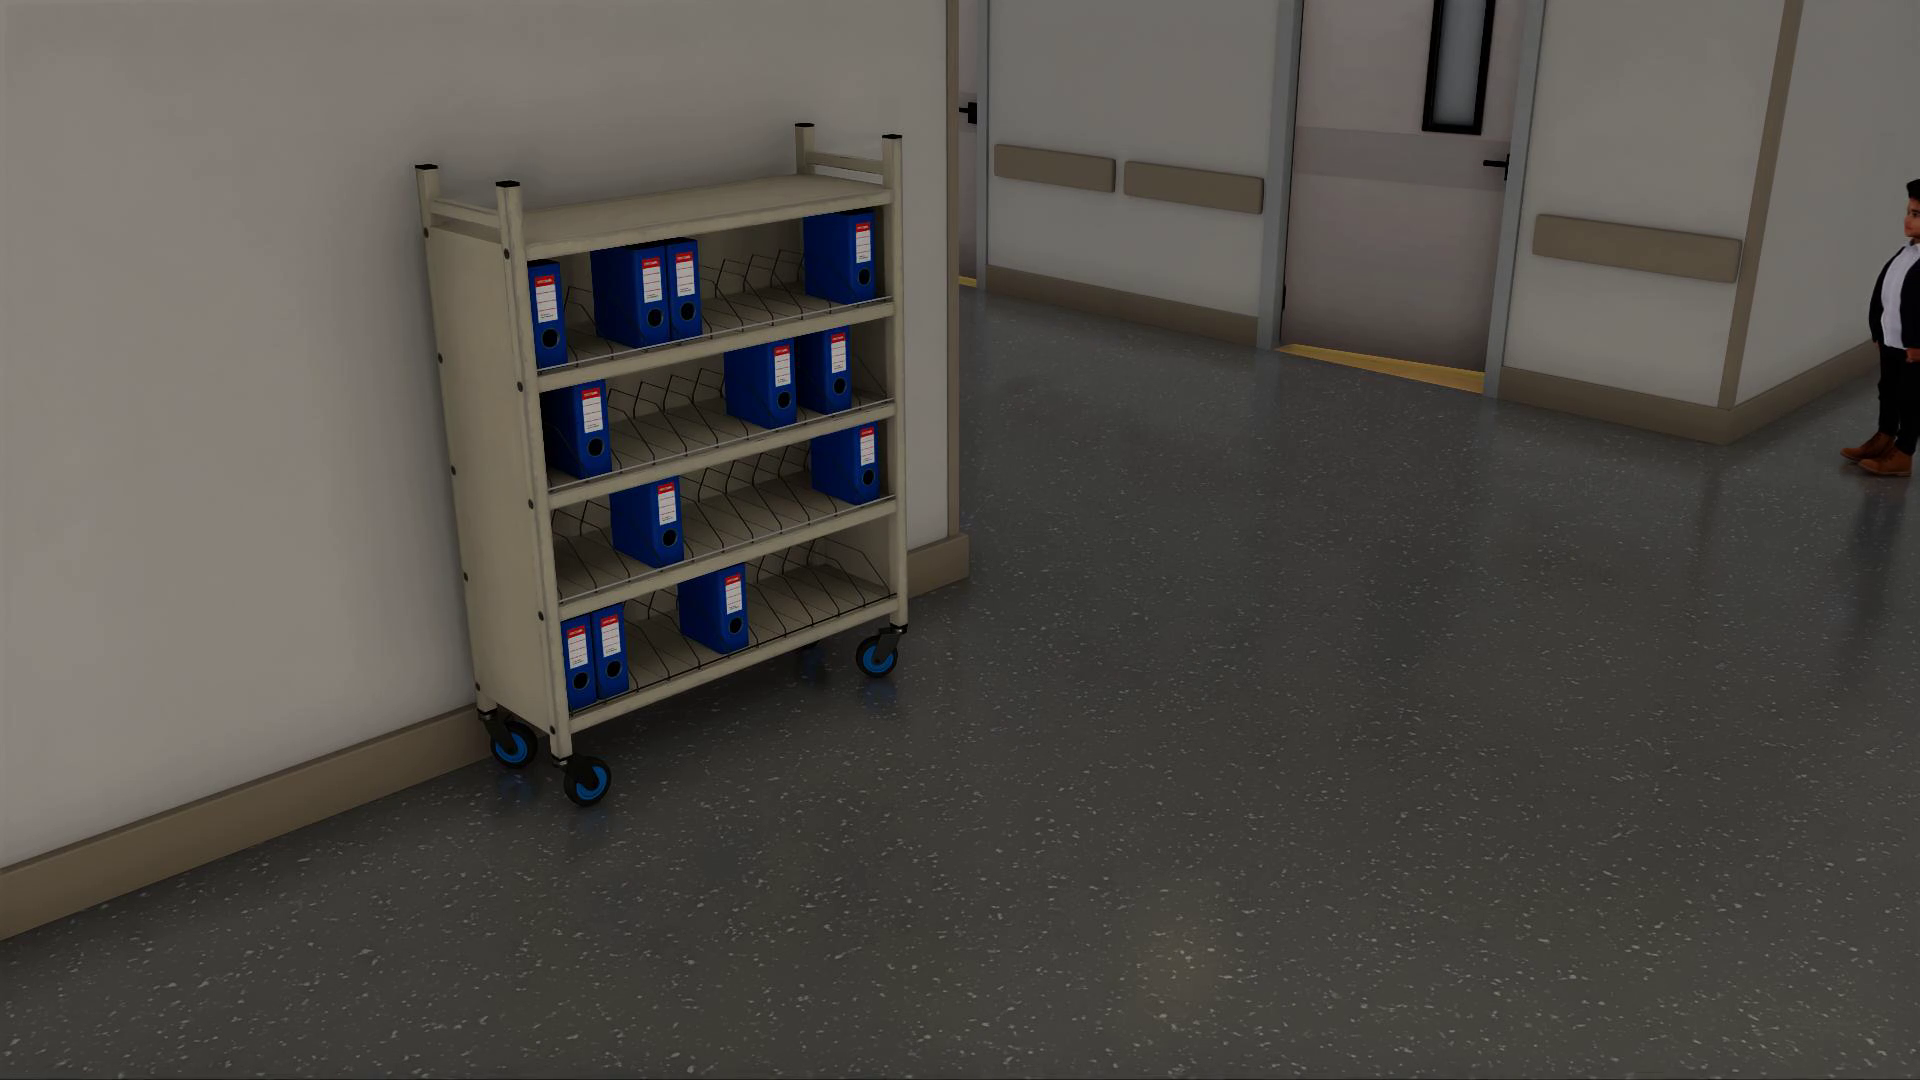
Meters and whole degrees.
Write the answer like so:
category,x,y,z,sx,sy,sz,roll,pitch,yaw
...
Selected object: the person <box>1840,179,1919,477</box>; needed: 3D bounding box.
category,x,y,z,sx,sy,sz,roll,pitch,yaw
person,3.919,-0.876,6.837,0.633,1.223,0.574,0,21,-1
